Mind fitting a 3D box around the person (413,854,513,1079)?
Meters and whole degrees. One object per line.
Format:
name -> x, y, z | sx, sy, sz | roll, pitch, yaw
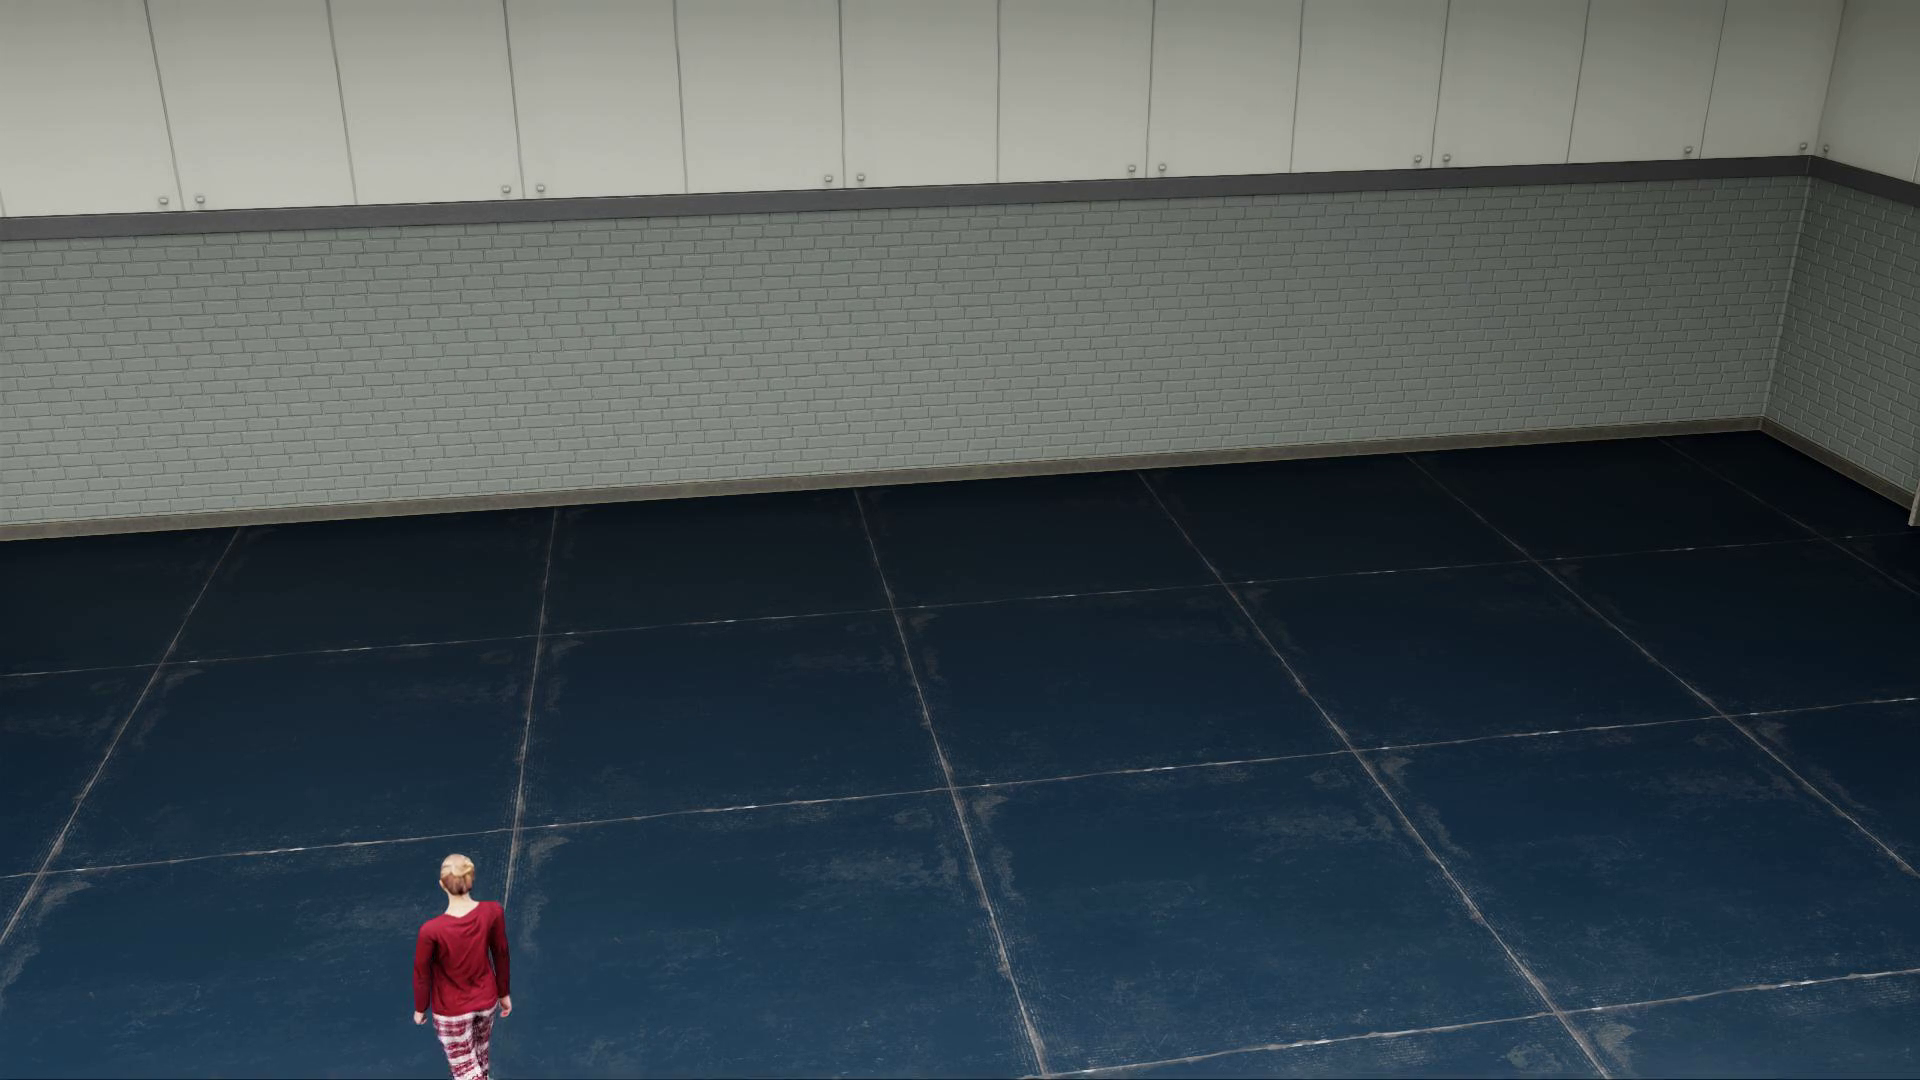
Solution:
person -> -2.427, 2.331, 8.249 | 0.951, 1.669, 1.104 | -20, 30, -39
